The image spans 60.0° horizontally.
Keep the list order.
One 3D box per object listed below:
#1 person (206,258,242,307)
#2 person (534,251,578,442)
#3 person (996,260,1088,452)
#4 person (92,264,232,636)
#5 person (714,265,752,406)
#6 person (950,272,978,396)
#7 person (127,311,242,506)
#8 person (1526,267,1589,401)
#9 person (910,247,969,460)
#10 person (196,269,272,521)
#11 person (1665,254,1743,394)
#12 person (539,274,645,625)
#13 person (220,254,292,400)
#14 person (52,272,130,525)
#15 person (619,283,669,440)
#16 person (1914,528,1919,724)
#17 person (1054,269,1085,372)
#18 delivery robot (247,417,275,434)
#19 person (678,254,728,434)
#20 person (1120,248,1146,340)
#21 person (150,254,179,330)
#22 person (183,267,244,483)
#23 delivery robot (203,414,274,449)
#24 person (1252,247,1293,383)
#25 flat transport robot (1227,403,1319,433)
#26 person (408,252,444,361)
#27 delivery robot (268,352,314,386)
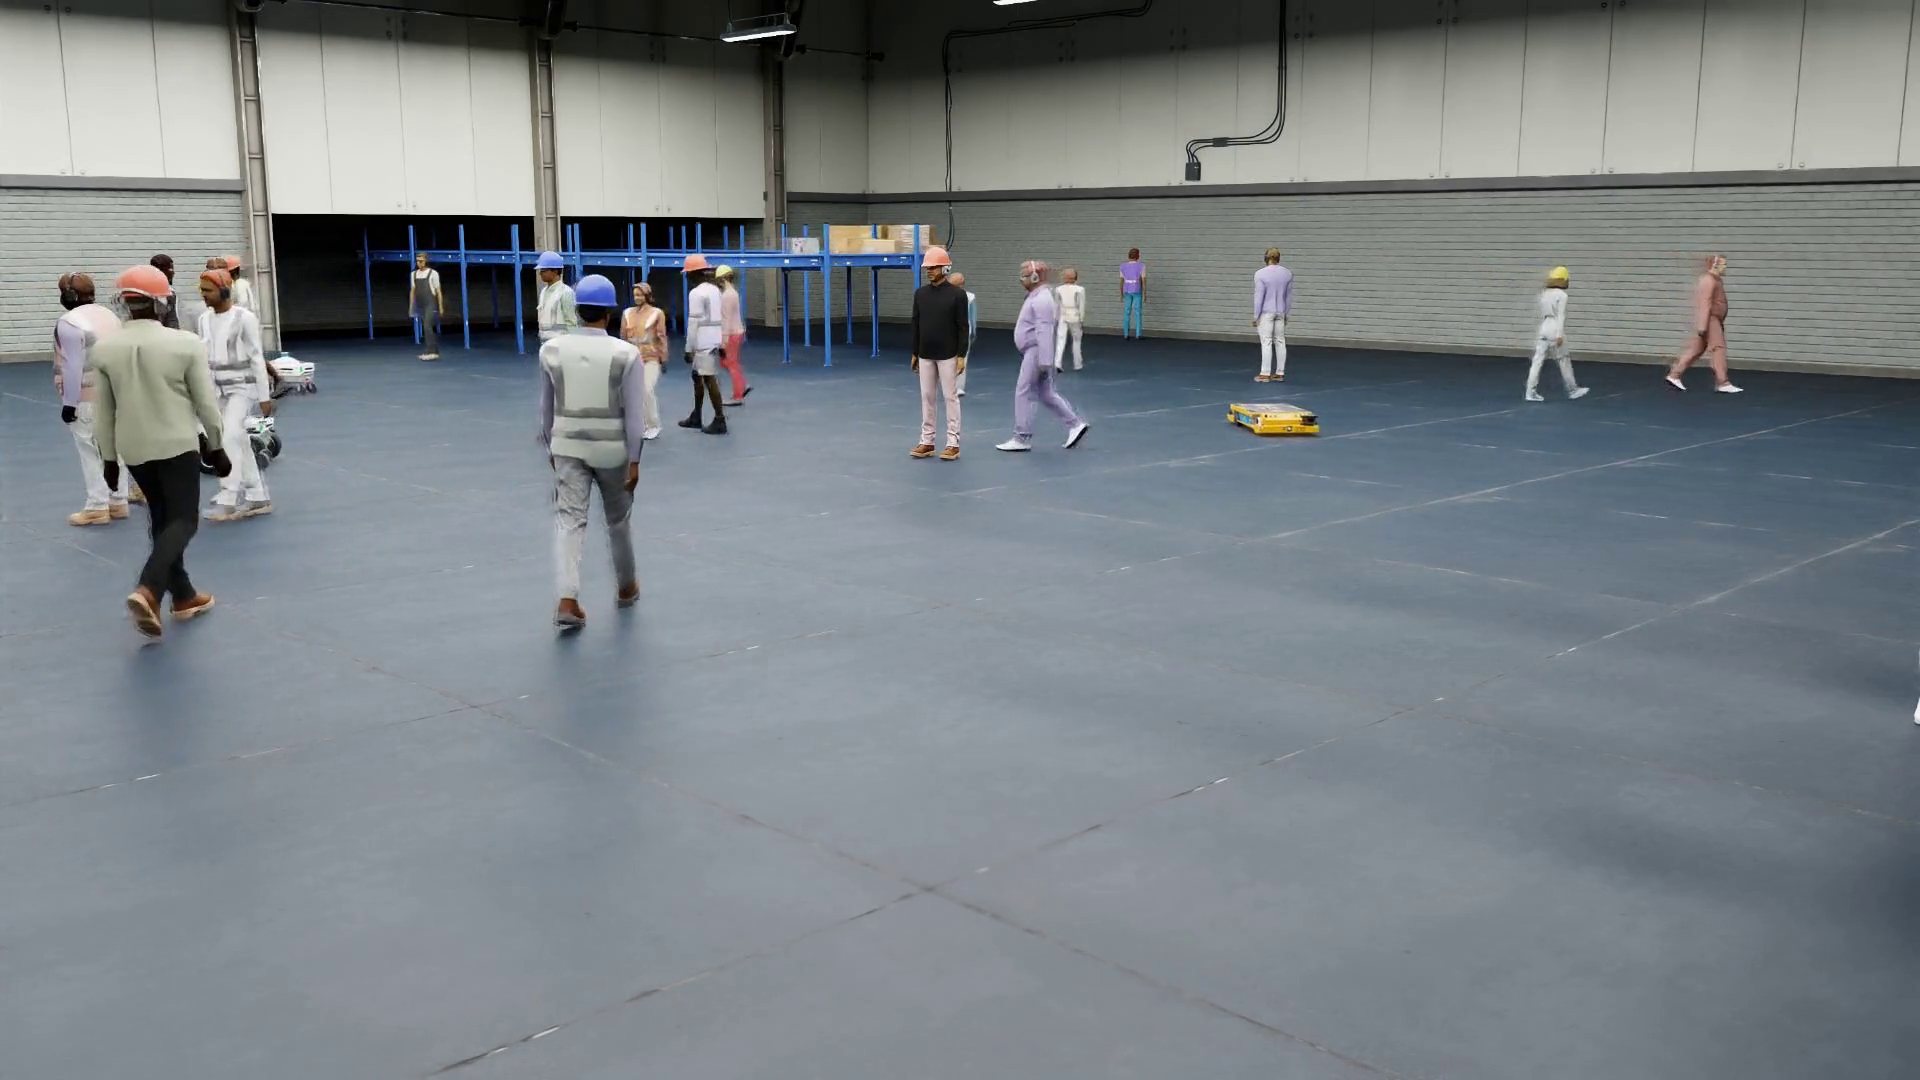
[{"bbox_3d":[-8.964,-2.511,20.286,0.430,1.837,0.619,-4,11,-19],"label":"person"},{"bbox_3d":[-4.083,-1.942,16.870,0.404,1.948,0.605,-9,13,-39],"label":"person"},{"bbox_3d":[0.831,-1.816,16.401,0.853,1.876,0.676,0,10,2],"label":"person"},{"bbox_3d":[-4.320,-0.485,8.908,0.625,1.968,0.914,1,10,4],"label":"person"},{"bbox_3d":[-2.876,-2.553,20.767,0.390,1.737,0.597,0,10,0],"label":"person"},{"bbox_3d":[-0.026,-2.726,22.021,0.511,1.624,0.366,1,10,8],"label":"person"},{"bbox_3d":[-6.159,-1.084,13.052,0.902,1.647,0.552,-8,13,-38],"label":"person"},{"bbox_3d":[7.664,-2.637,21.315,0.887,1.691,0.510,-3,11,-18],"label":"person"},{"bbox_3d":[-0.210,-1.770,15.800,0.622,1.993,0.382,6,12,31],"label":"person"},{"bbox_3d":[-5.494,-1.065,12.328,0.601,1.855,0.779,6,12,29],"label":"person"},{"bbox_3d":[10.124,-2.944,22.559,0.957,1.870,0.640,4,11,22],"label":"person"},{"bbox_3d":[-2.024,-0.505,9.165,0.600,1.906,0.992,0,10,-1],"label":"person"},{"bbox_3d":[-9.115,-2.712,21.298,0.946,1.877,0.565,-3,11,-18],"label":"person"},{"bbox_3d":[-6.441,-1.050,12.301,0.429,1.840,0.633,1,10,5],"label":"person"},{"bbox_3d":[-3.302,-1.843,17.237,0.522,1.623,0.507,5,12,26],"label":"person"},{"bbox_3d":[4.411,-0.113,7.131,0.507,1.865,0.329,3,11,16],"label":"person"},{"bbox_3d":[1.687,-3.414,25.850,0.528,1.599,0.844,5,11,23],"label":"person"},{"bbox_3d":[-6.627,-1.082,15.136,0.698,0.223,0.335,-6,12,-29],"label":"delivery robot"},{"bbox_3d":[-2.839,-2.101,17.855,0.805,1.901,0.574,3,11,18],"label":"person"},{"bbox_3d":[3.524,-5.013,33.892,0.563,1.847,0.390,5,11,24],"label":"person"},{"bbox_3d":[-8.402,-2.041,17.516,0.589,1.914,0.377,8,13,37],"label":"person"},{"bbox_3d":[-6.266,-1.379,14.080,0.561,1.843,0.647,-5,12,-27],"label":"person"},{"bbox_3d":[-6.853,-1.045,15.642,0.707,0.478,0.477,-1,10,-3],"label":"delivery robot"},{"bbox_3d":[4.505,-3.258,24.073,0.629,1.939,0.371,-5,11,-24],"label":"person"},{"bbox_3d":[3.442,-1.355,18.364,0.652,0.197,1.431,-1,10,-5],"label":"flat transport robot"},{"bbox_3d":[-9.054,-3.916,27.972,0.538,1.817,0.803,4,11,19],"label":"person"},{"bbox_3d":[-9.083,-2.285,22.405,0.707,0.478,0.477,2,11,11],"label":"delivery robot"}]
